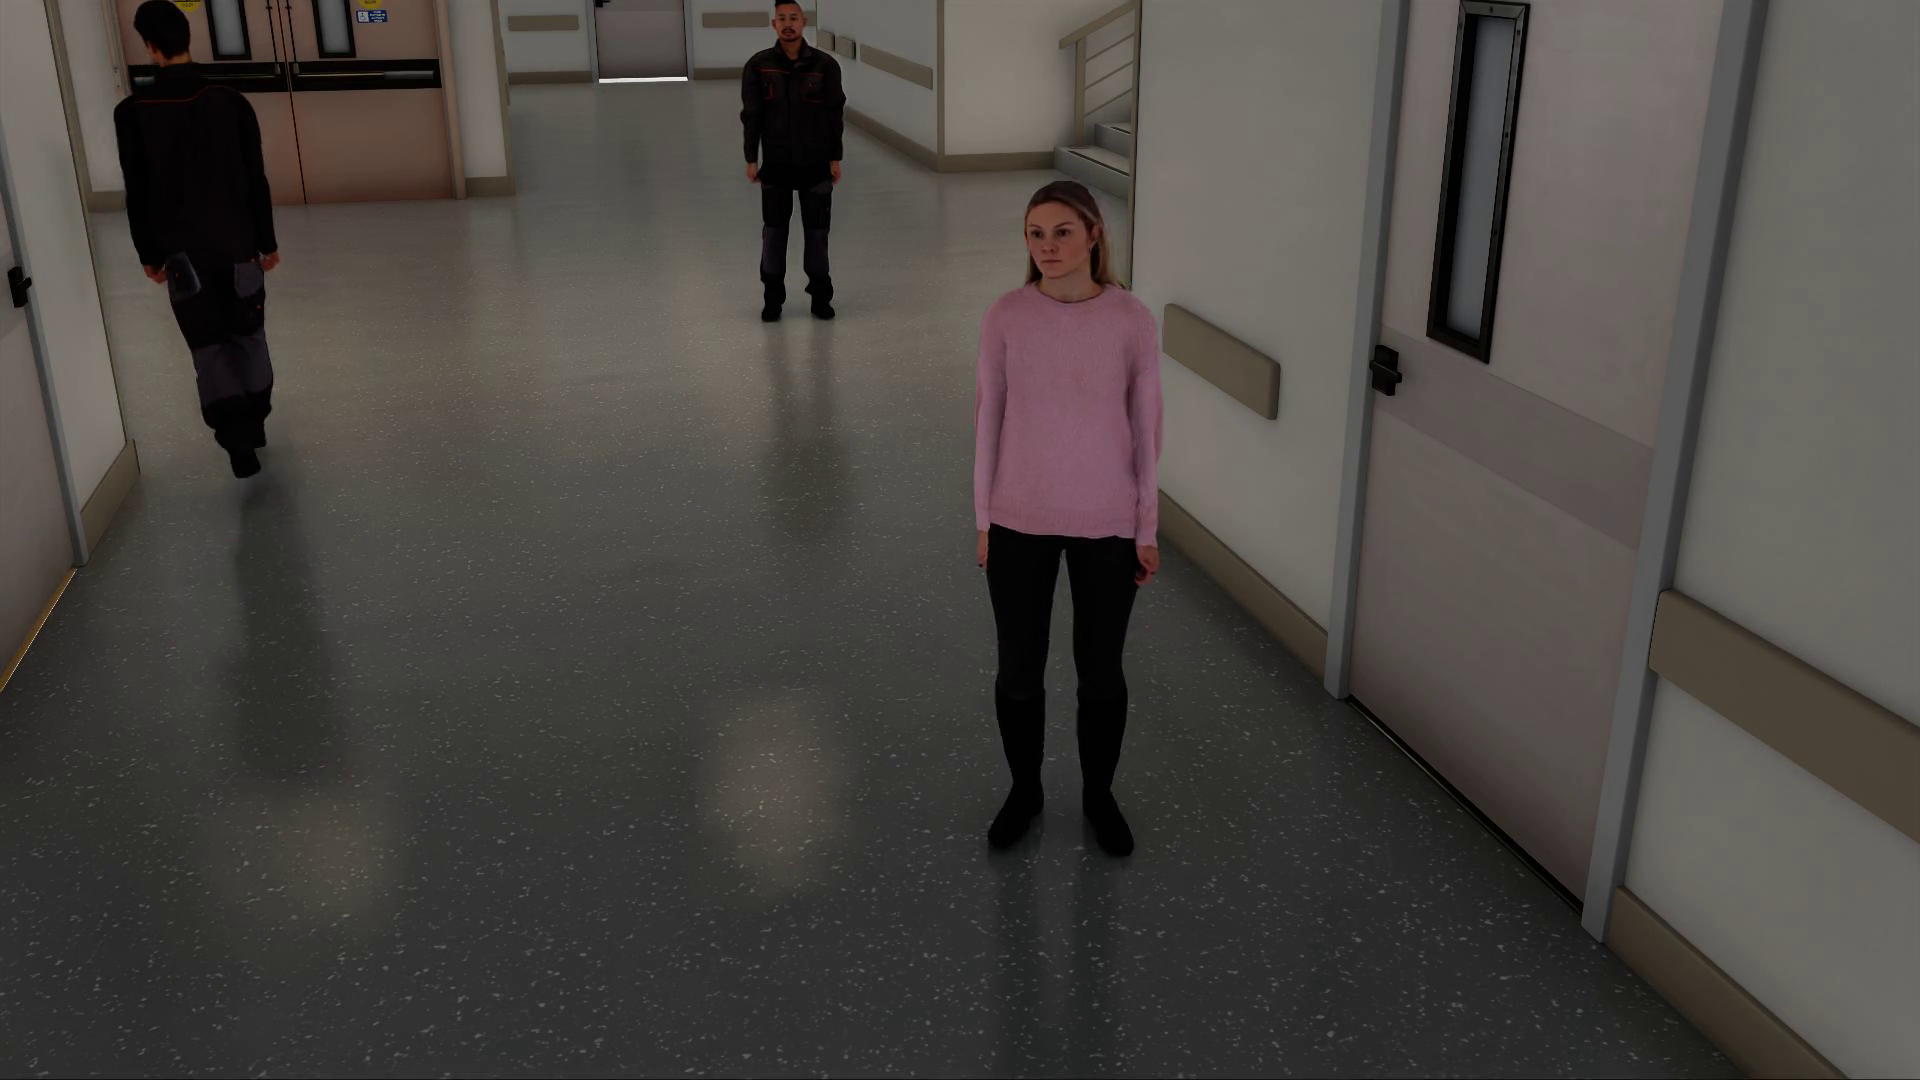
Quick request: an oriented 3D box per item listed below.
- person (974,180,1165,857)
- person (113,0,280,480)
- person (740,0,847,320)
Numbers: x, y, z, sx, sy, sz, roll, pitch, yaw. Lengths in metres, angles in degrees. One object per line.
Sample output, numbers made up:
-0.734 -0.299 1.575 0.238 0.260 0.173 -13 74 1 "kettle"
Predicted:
0.273 -0.037 4.098 0.605 1.683 0.748 1 21 3 "person"
-3.067 -1.175 6.796 1.236 1.900 0.995 -11 23 -27 "person"
-0.960 -2.224 9.620 0.591 1.861 0.853 -3 21 -7 "person"
